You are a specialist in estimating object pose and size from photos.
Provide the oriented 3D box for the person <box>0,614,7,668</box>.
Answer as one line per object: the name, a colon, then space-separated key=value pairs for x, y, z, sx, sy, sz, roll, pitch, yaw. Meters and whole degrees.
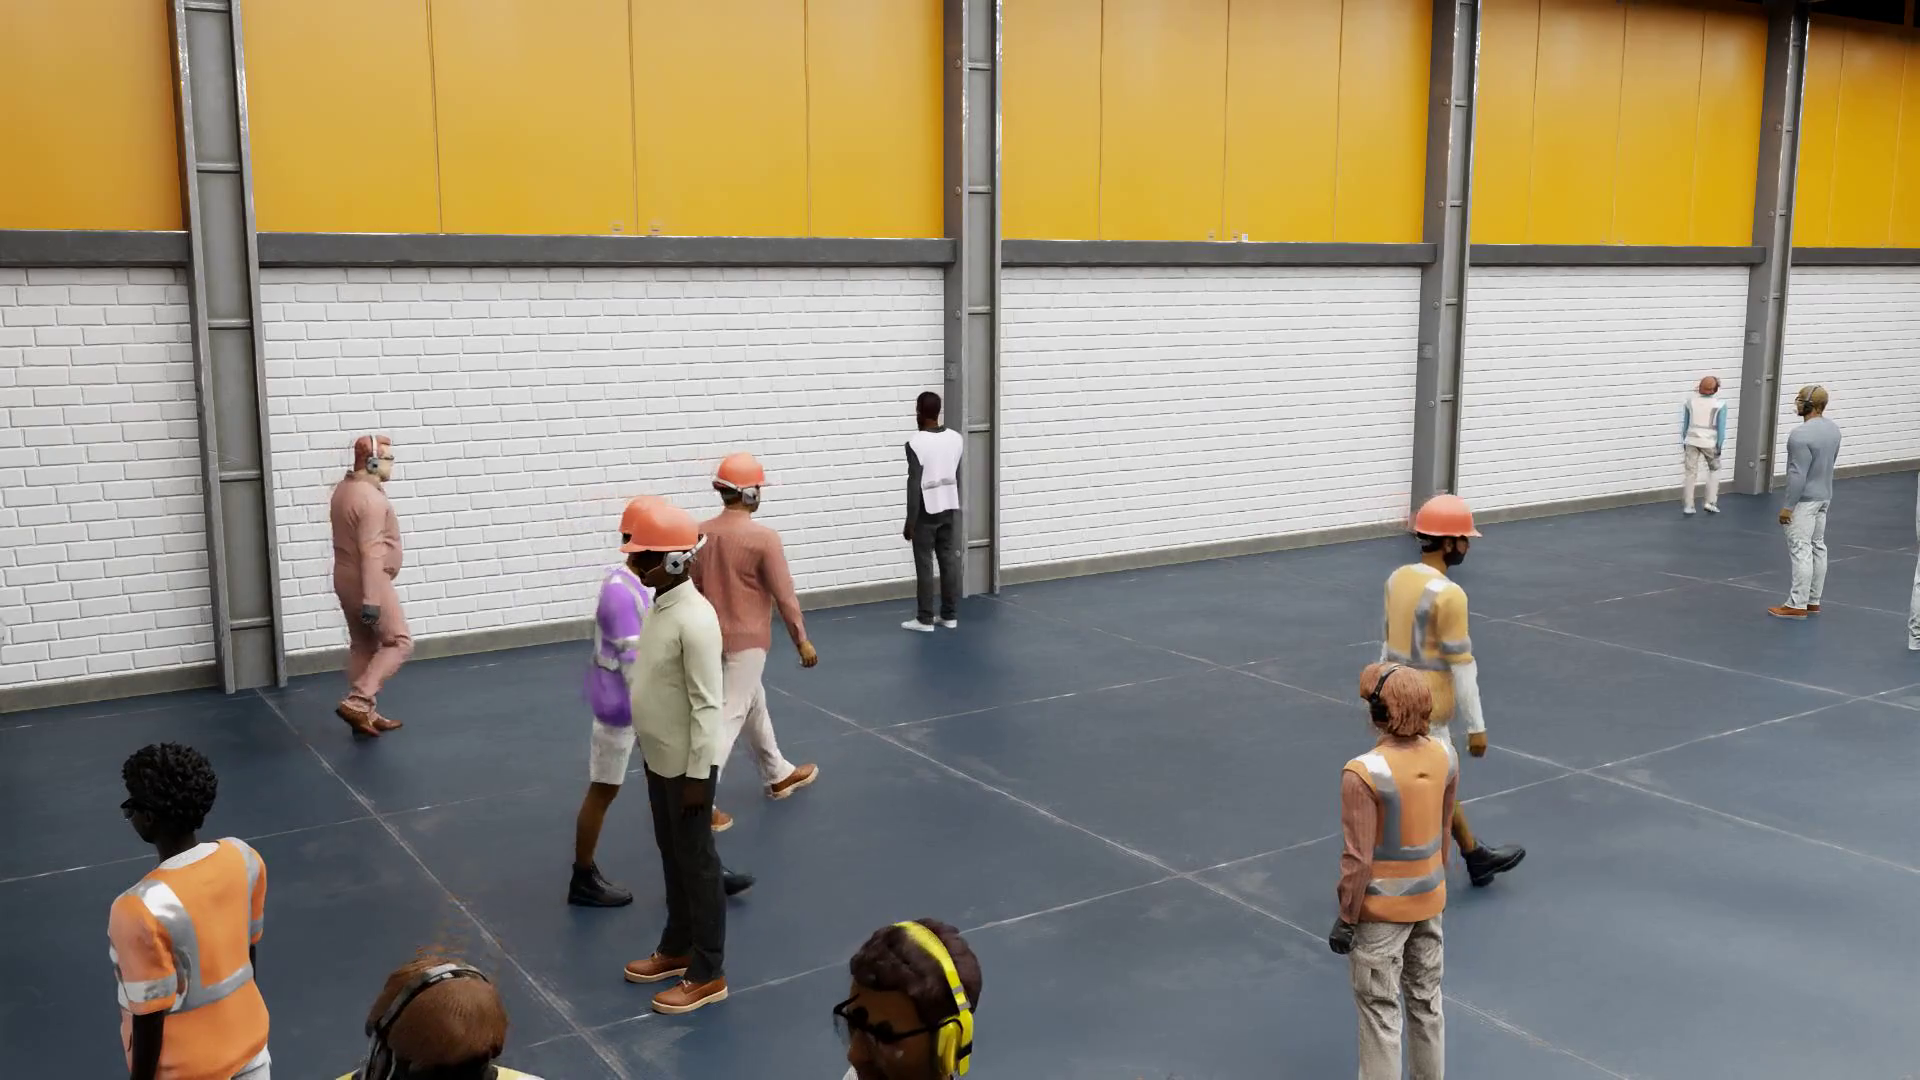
person: x=-4.074 y=0.912 z=6.679 sx=0.386 sy=1.823 sz=0.631 roll=3 pitch=10 yaw=20

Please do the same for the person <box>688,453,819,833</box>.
person: x=-1.139 y=0.518 z=8.719 sx=0.628 sy=1.944 sz=1.053 roll=8 pitch=13 yaw=41

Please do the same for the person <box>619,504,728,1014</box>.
person: x=-1.122 y=0.845 z=6.554 sx=0.381 sy=1.994 sz=0.617 roll=-5 pitch=11 yaw=-28

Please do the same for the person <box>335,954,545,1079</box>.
person: x=-0.944 y=1.566 z=2.884 sx=0.661 sy=1.780 sz=0.979 roll=0 pitch=9 yaw=-1

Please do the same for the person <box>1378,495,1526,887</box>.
person: x=2.208 y=0.736 z=7.535 sx=0.953 sy=1.883 sz=0.561 roll=-1 pitch=10 yaw=-9

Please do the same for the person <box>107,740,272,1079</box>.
person: x=-2.004 y=1.358 z=4.361 sx=0.317 sy=1.695 sz=0.540 roll=2 pitch=10 yaw=9

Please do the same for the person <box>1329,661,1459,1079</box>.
person: x=1.417 y=1.206 z=5.446 sx=0.521 sy=1.638 sz=0.311 roll=-7 pitch=12 yaw=-35

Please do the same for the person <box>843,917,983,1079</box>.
person: x=-0.087 y=1.528 z=2.810 sx=0.328 sy=1.873 sz=0.512 roll=-8 pitch=12 yaw=-40

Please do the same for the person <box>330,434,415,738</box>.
person: x=-3.612 y=0.291 z=10.215 sx=0.424 sy=1.888 sz=0.668 roll=-8 pitch=12 yaw=-39

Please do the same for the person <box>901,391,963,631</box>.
person: x=-0.203 y=-0.225 z=13.241 sx=0.381 sy=1.917 sz=0.604 roll=9 pitch=13 yaw=44

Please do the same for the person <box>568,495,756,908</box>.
person: x=-1.373 y=0.745 z=7.454 sx=0.935 sy=1.886 sz=0.550 roll=2 pitch=10 yaw=10

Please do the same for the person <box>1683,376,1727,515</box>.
person: x=8.675 y=-1.099 z=19.398 sx=0.537 sy=1.622 sz=0.534 roll=-9 pitch=13 yaw=-43

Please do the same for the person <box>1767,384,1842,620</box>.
person: x=6.957 y=-0.311 z=13.689 sx=0.629 sy=1.940 sz=0.373 roll=-7 pitch=12 yaw=-37

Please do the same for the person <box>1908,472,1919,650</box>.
person: x=7.376 y=-0.005 z=12.432 sx=0.294 sy=1.744 sz=0.487 roll=-3 pitch=10 yaw=-20
